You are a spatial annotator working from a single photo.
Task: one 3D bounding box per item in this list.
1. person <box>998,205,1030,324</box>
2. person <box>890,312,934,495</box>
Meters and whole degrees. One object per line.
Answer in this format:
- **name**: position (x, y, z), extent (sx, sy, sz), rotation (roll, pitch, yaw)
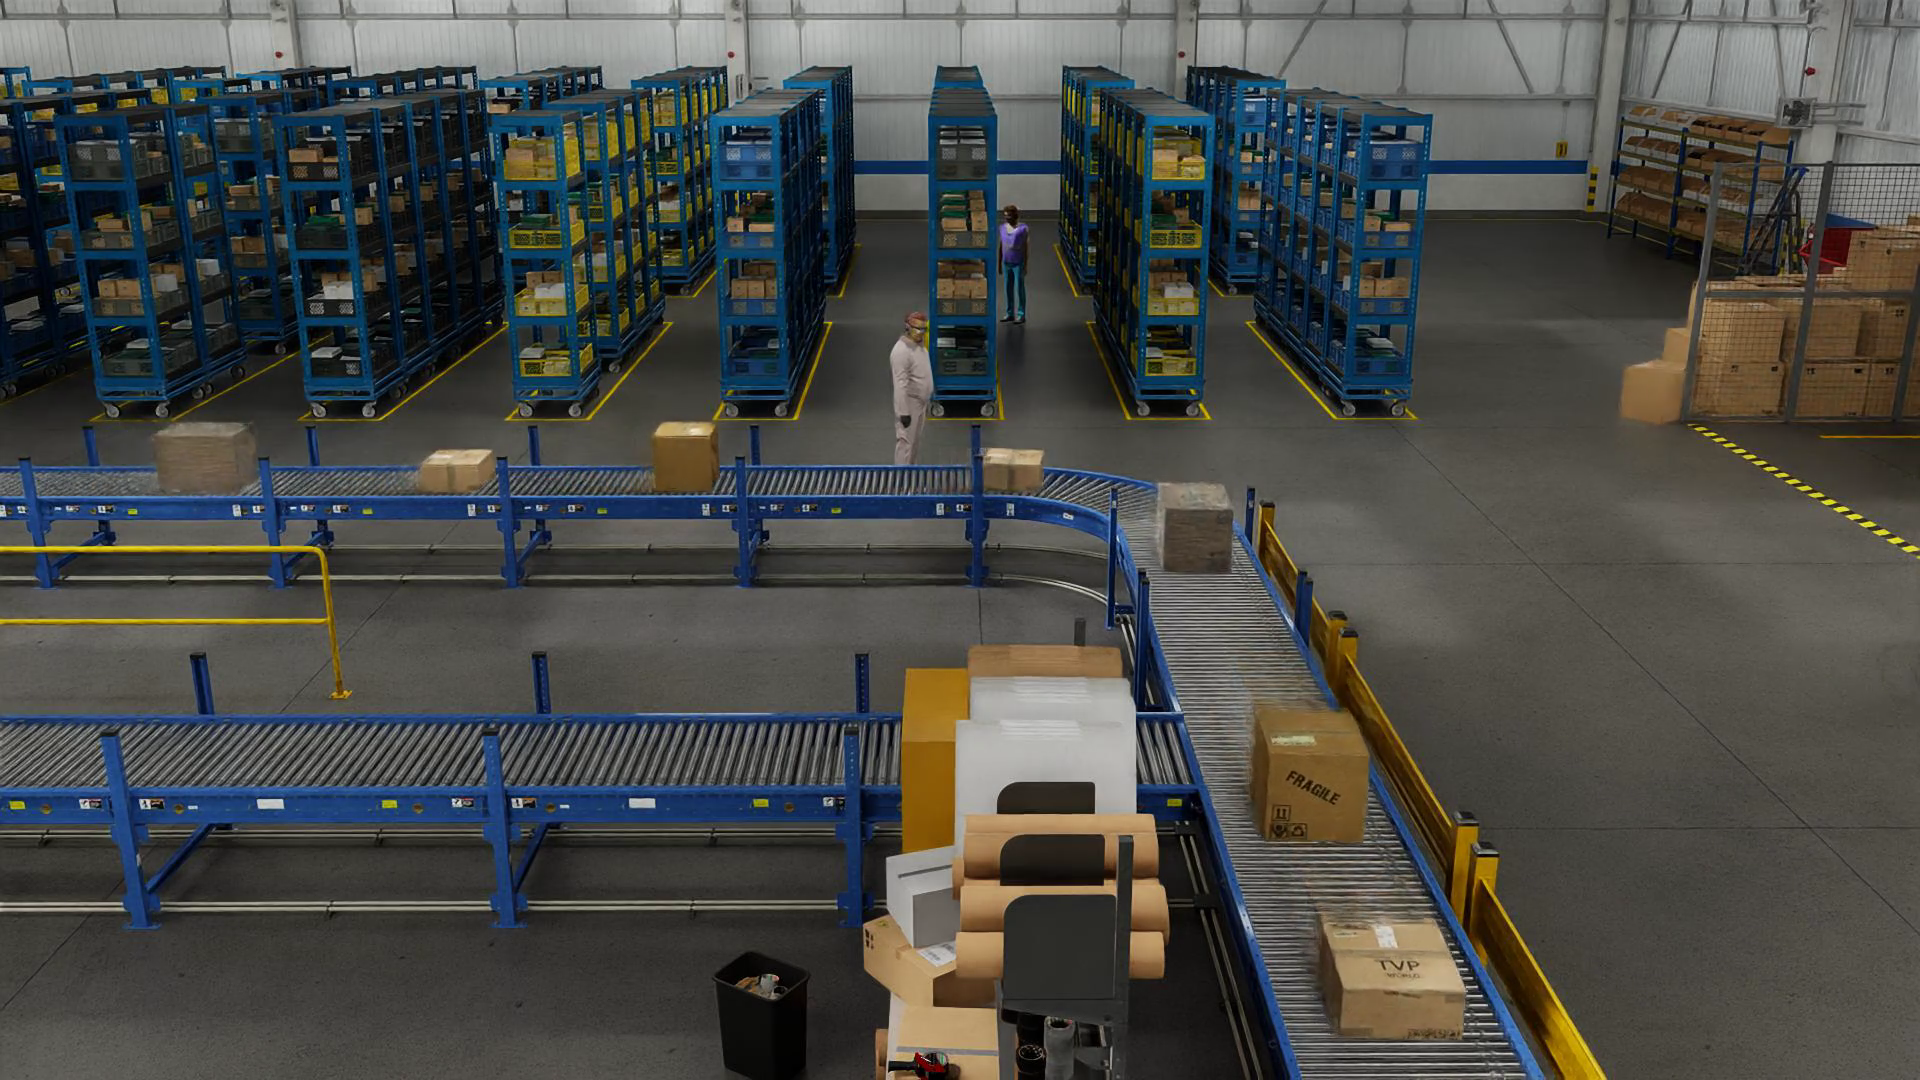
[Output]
- **person**: position (0.833, -4.299, 25.925), extent (0.569, 1.831, 0.412), rotation (12, 22, 34)
- **person**: position (-0.462, -1.347, 16.719), extent (0.402, 1.901, 0.639), rotation (5, 19, 16)
